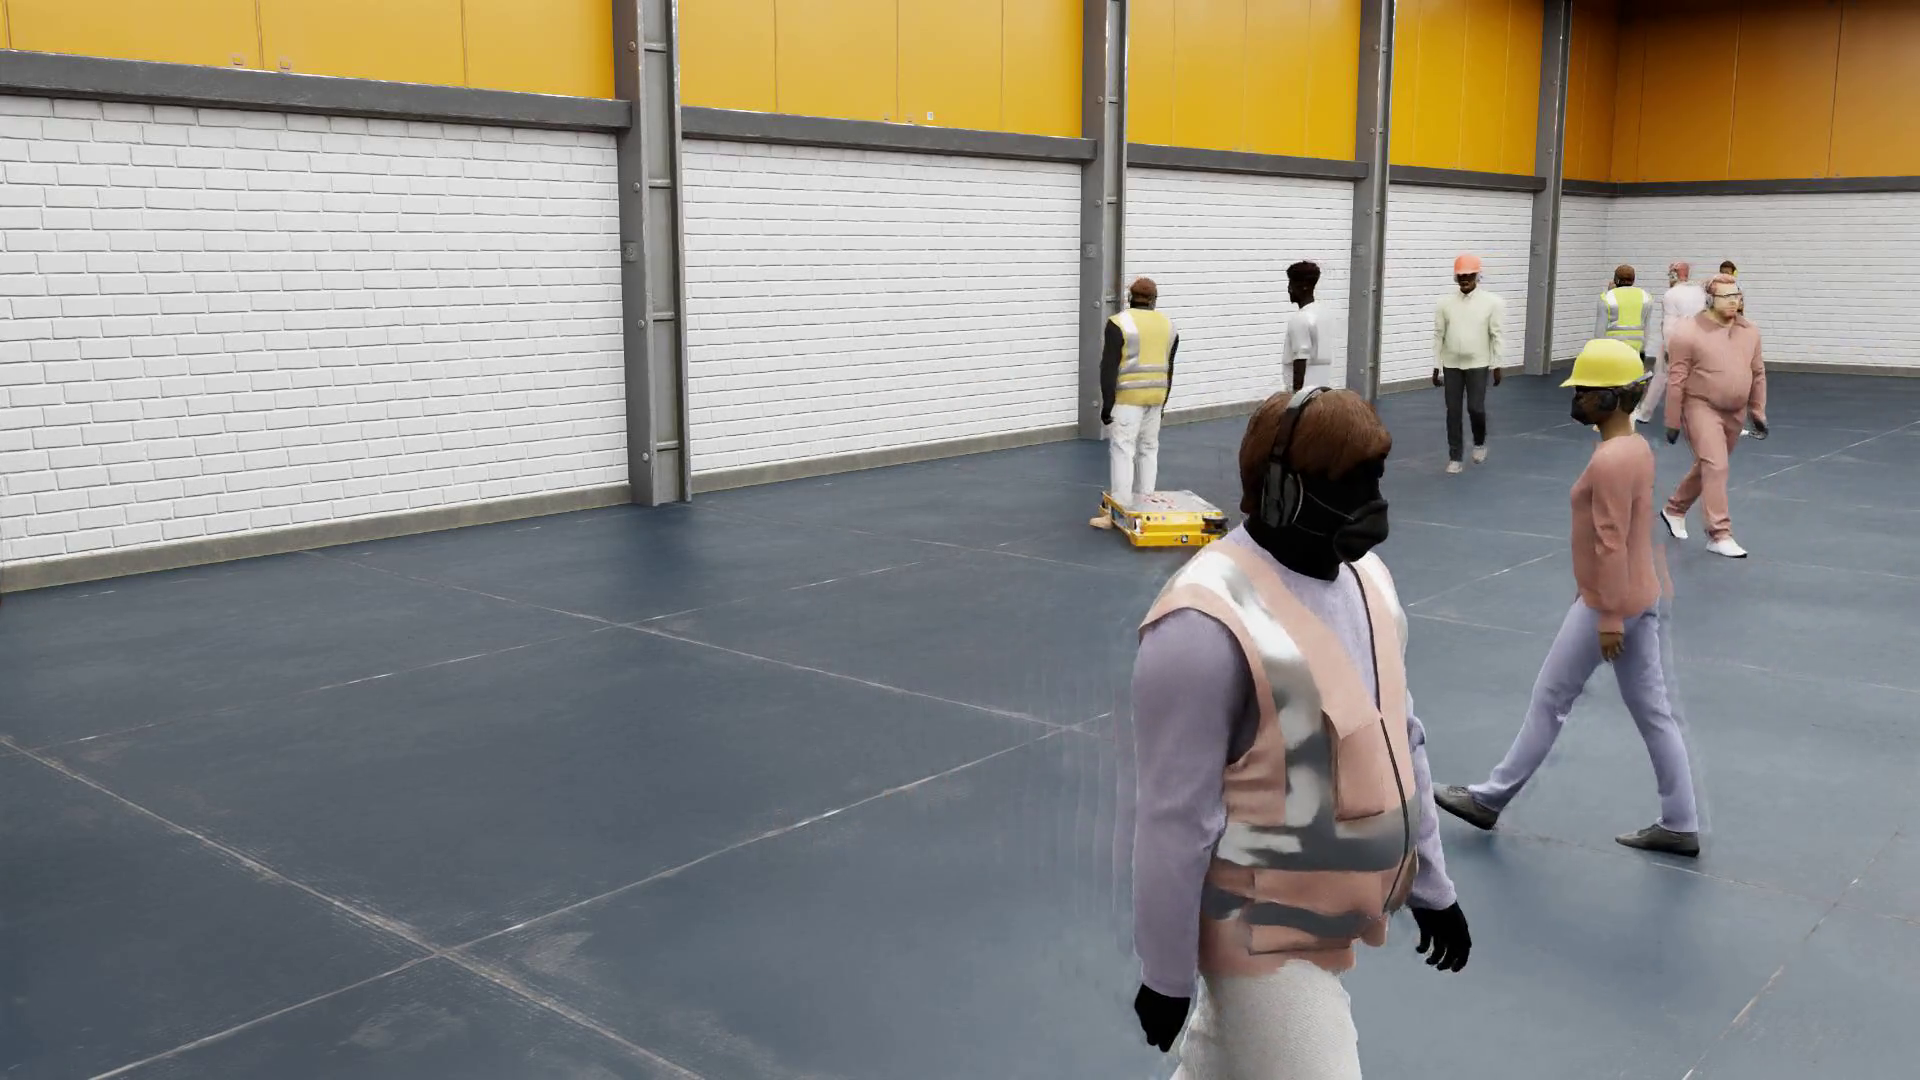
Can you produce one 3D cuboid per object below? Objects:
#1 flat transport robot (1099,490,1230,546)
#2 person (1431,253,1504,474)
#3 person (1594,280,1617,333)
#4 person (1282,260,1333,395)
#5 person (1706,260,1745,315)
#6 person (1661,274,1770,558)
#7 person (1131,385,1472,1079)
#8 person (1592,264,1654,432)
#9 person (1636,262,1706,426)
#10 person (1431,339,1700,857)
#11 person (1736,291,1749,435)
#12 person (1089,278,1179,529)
[{"bbox_3d":[1.433,-0.172,11.795,0.652,0.197,1.431,-1,10,-5],"label":"flat transport robot"},{"bbox_3d":[4.565,-1.587,14.984,0.637,1.977,0.536,6,12,31],"label":"person"},{"bbox_3d":[8.528,-2.576,21.667,0.519,1.614,0.751,3,10,16],"label":"person"},{"bbox_3d":[2.710,-1.158,12.676,0.823,1.940,0.614,8,12,37],"label":"person"},{"bbox_3d":[10.415,-2.886,22.723,0.523,1.856,0.521,9,13,42],"label":"person"},{"bbox_3d":[5.065,-0.866,11.240,0.633,1.861,0.983,-3,10,-16],"label":"person"},{"bbox_3d":[0.621,0.647,2.772,0.943,1.792,0.641,8,13,37],"label":"person"},{"bbox_3d":[7.235,-2.089,18.242,0.626,1.844,0.429,-1,10,-5],"label":"person"},{"bbox_3d":[8.136,-2.216,18.918,0.680,1.851,0.985,-4,11,-24],"label":"person"},{"bbox_3d":[2.094,0.195,5.584,0.903,1.720,0.548,6,12,33],"label":"person"},{"bbox_3d":[8.190,-1.896,17.846,0.832,1.593,0.510,-6,12,-31],"label":"person"},{"bbox_3d":[1.221,-0.989,12.114,0.785,1.811,0.433,-7,12,-33],"label":"person"}]
